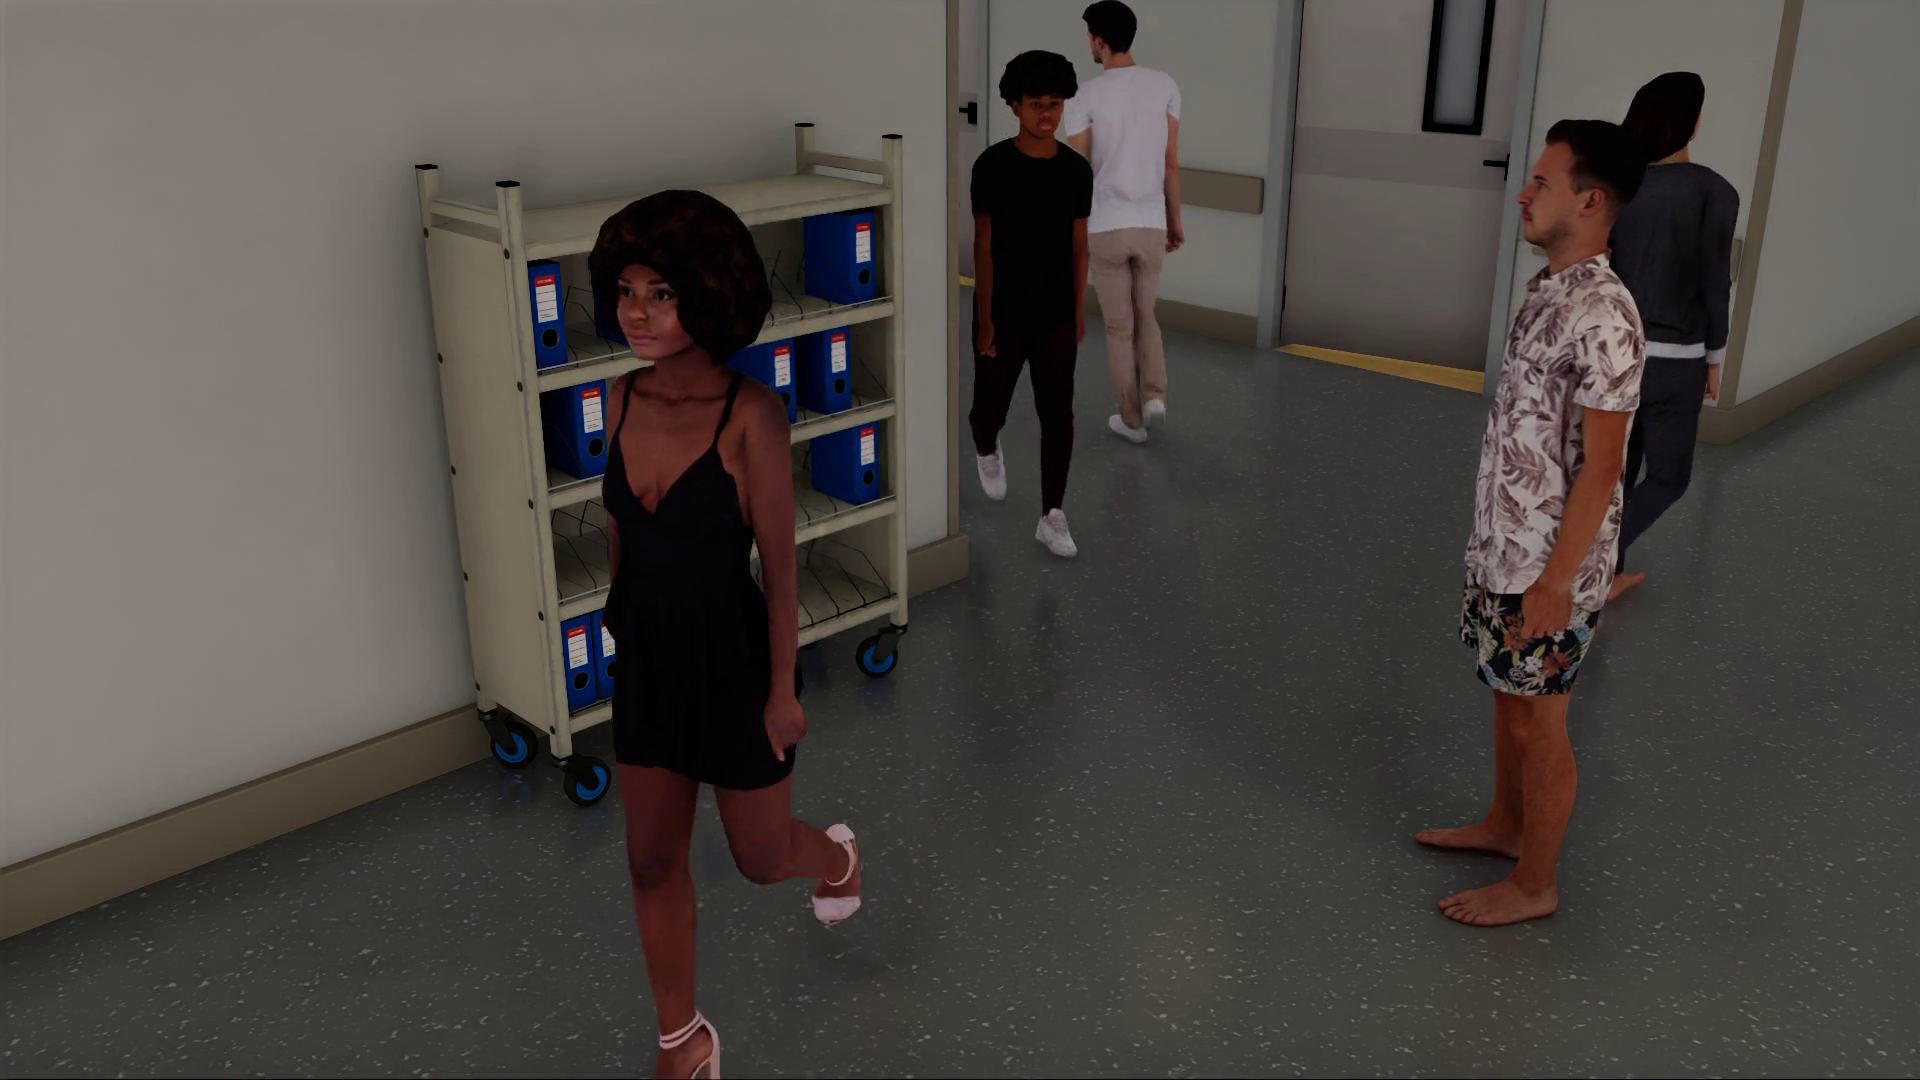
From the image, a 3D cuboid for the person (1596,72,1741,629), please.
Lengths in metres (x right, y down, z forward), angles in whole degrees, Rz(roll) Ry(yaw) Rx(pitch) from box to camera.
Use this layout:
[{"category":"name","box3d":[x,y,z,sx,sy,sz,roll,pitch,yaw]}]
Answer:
[{"category":"person","box3d":[2.141,-0.553,5.237,0.969,1.753,0.629,-19,28,-40]}]

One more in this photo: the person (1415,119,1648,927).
[{"category":"person","box3d":[1.316,-0.012,3.718,0.812,1.816,0.723,3,21,7]}]

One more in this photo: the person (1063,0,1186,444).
[{"category":"person","box3d":[0.728,-1.281,7.005,0.812,1.862,0.910,-5,21,-14]}]

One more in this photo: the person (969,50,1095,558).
[{"category":"person","box3d":[0.215,-0.861,6.051,1.040,1.751,1.030,-3,21,-8]}]

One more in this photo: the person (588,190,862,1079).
[{"category":"person","box3d":[-0.426,0.246,3.103,0.771,1.769,1.030,9,23,24]}]
